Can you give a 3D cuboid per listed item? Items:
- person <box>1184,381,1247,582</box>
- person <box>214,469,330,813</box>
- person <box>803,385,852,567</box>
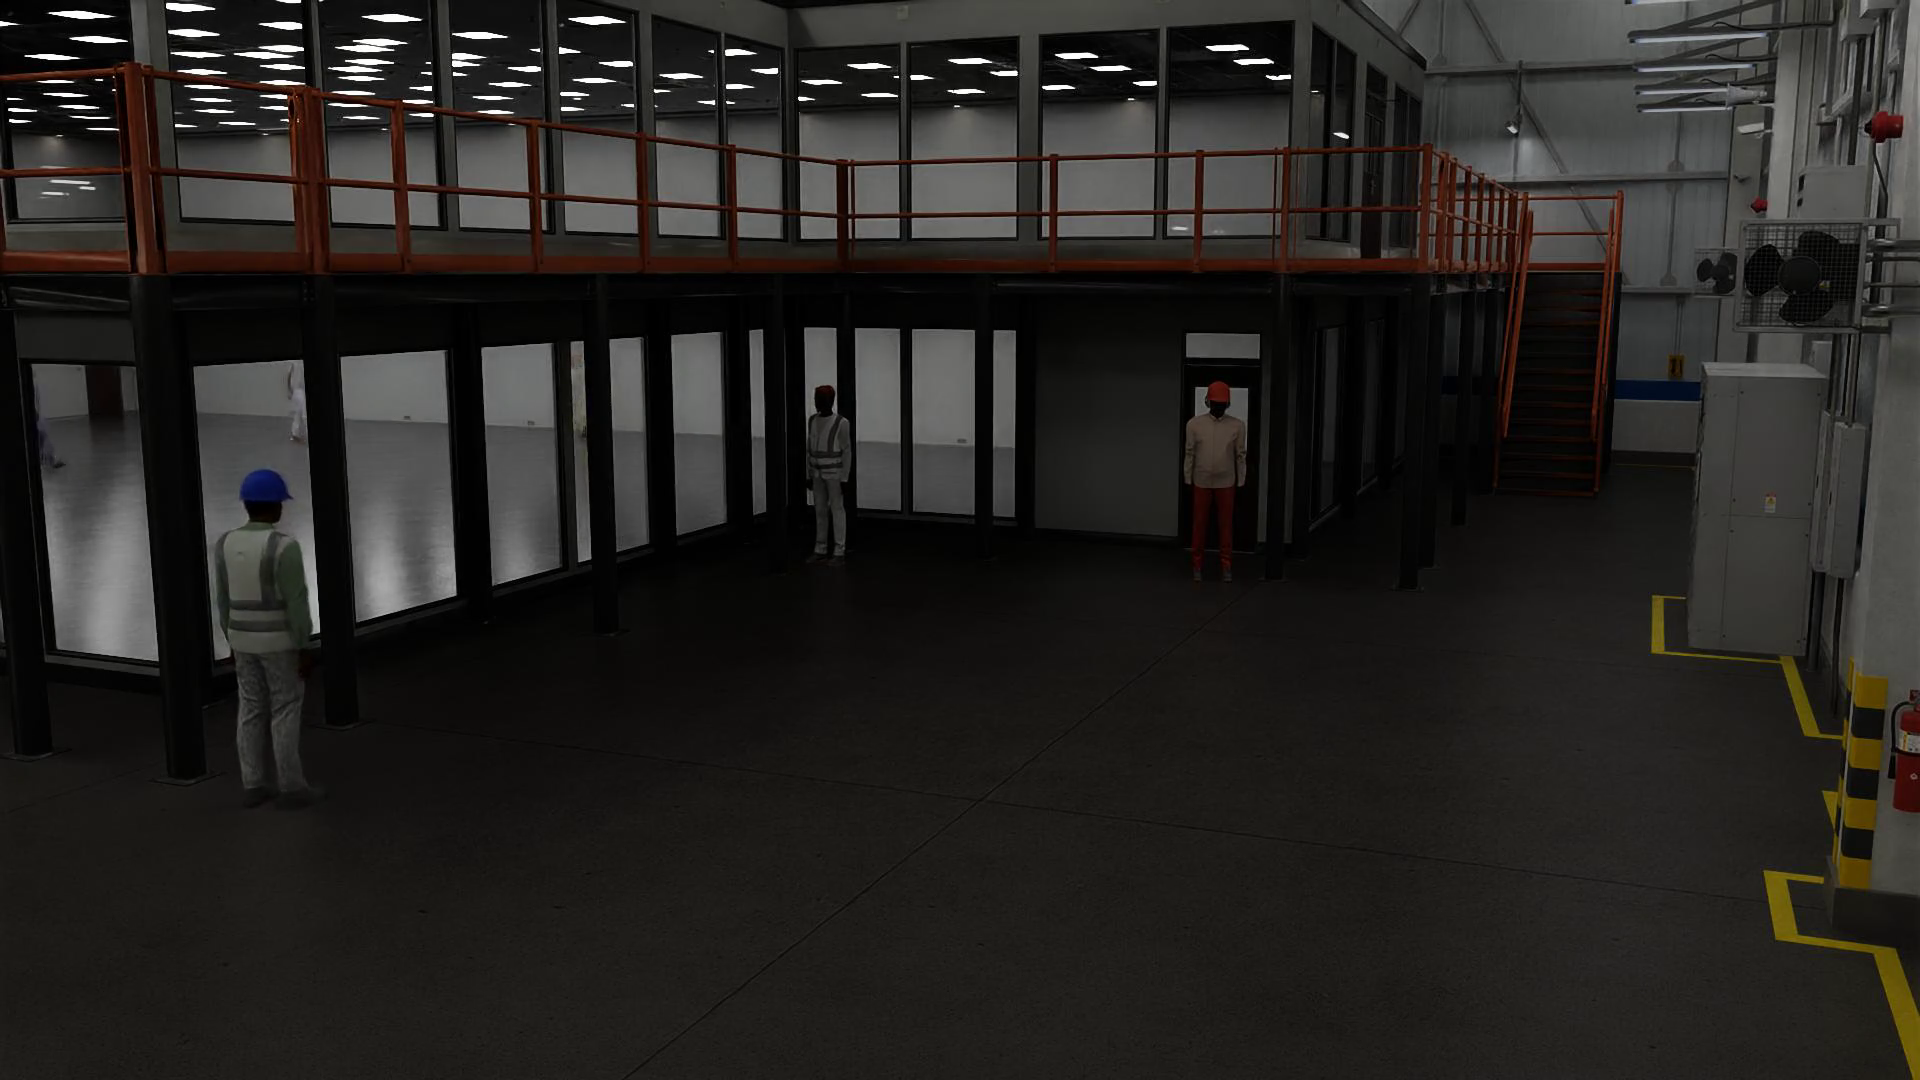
[{"bbox_3d":[2.502,-0.567,16.328,0.612,1.986,0.406,1,9,5],"label":"person"},{"bbox_3d":[-3.908,0.569,9.436,0.614,1.943,0.409,4,10,22],"label":"person"},{"bbox_3d":[-1.374,-0.661,17.215,0.575,1.883,0.362,8,12,40],"label":"person"}]
